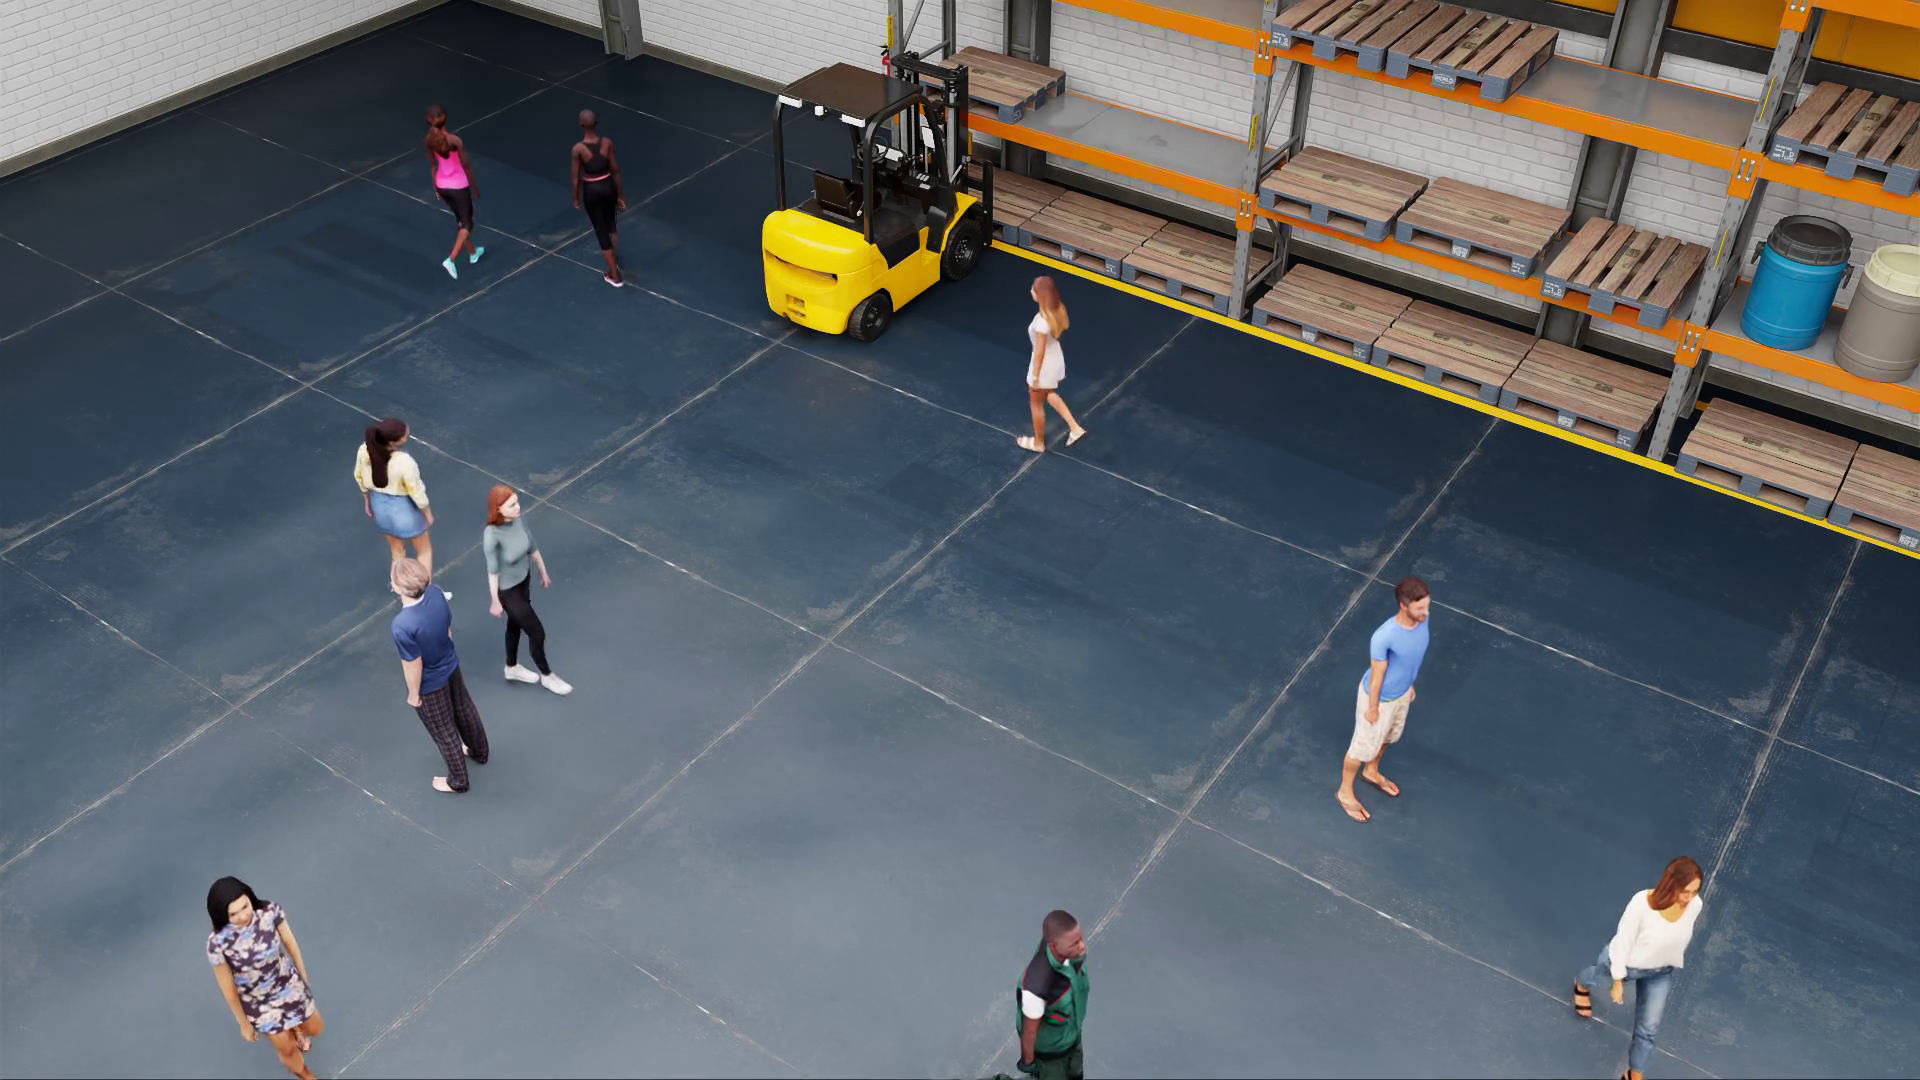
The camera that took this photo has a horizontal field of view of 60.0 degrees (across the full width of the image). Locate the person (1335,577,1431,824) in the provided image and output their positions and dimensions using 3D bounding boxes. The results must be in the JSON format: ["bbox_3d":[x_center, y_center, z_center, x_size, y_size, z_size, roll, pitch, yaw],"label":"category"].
[{"bbox_3d":[2.710,0.959,10.571,0.716,1.862,0.664,-27,46,-30],"label":"person"}]

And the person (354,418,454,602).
[{"bbox_3d":[-4.183,-0.220,12.249,0.701,1.610,0.865,-3,39,-4],"label":"person"}]

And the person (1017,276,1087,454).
[{"bbox_3d":[0.785,-1.405,13.673,0.846,1.686,0.636,19,42,22],"label":"person"}]

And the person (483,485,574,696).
[{"bbox_3d":[-3.146,0.328,11.474,0.872,1.722,0.751,12,40,14],"label":"person"}]

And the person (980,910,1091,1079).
[{"bbox_3d":[0.405,2.515,8.653,0.929,1.826,0.769,16,41,19],"label":"person"}]

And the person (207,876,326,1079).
[{"bbox_3d":[-3.731,2.380,8.904,0.798,1.722,0.651,30,47,32],"label":"person"}]

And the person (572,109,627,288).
[{"bbox_3d":[-3.409,-3.236,15.921,0.784,1.742,0.939,-24,44,-27],"label":"person"}]

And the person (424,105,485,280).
[{"bbox_3d":[-4.935,-3.344,16.088,1.028,1.702,0.854,10,40,12],"label":"person"}]

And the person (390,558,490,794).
[{"bbox_3d":[-3.369,0.861,10.687,0.644,1.871,0.719,13,40,15],"label":"person"}]

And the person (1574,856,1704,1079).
[{"bbox_3d":[3.678,2.257,9.130,1.107,1.632,1.086,-1,39,-2],"label":"person"}]
